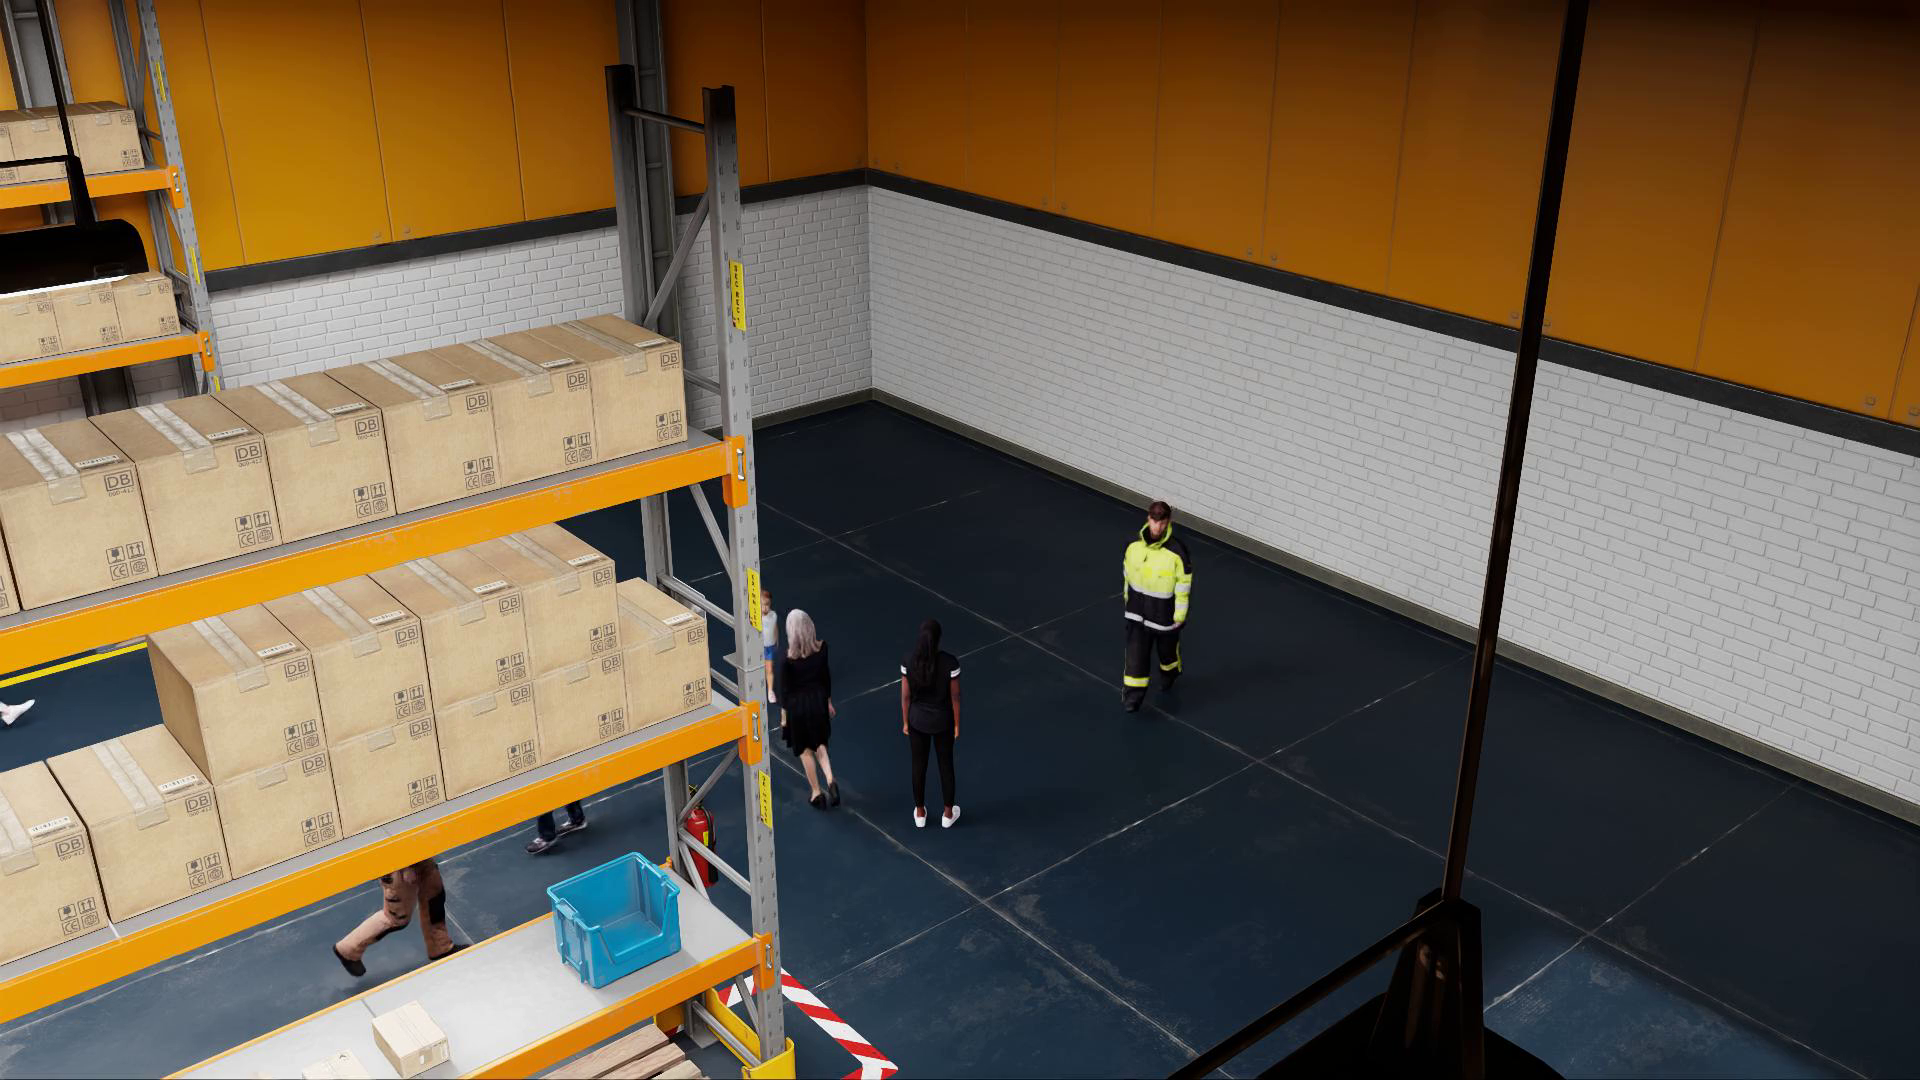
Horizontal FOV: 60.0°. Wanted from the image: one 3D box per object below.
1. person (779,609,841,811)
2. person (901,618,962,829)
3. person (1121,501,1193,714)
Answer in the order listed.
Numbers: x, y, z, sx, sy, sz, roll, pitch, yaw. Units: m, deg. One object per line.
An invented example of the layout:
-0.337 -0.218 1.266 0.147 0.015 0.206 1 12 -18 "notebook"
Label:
-1.113 1.355 12.574 0.759 1.731 0.684 -14 27 -29 "person"
-0.215 1.374 12.533 0.703 1.728 0.757 3 24 7 "person"
1.714 0.508 14.275 1.147 1.920 1.374 12 26 26 "person"
